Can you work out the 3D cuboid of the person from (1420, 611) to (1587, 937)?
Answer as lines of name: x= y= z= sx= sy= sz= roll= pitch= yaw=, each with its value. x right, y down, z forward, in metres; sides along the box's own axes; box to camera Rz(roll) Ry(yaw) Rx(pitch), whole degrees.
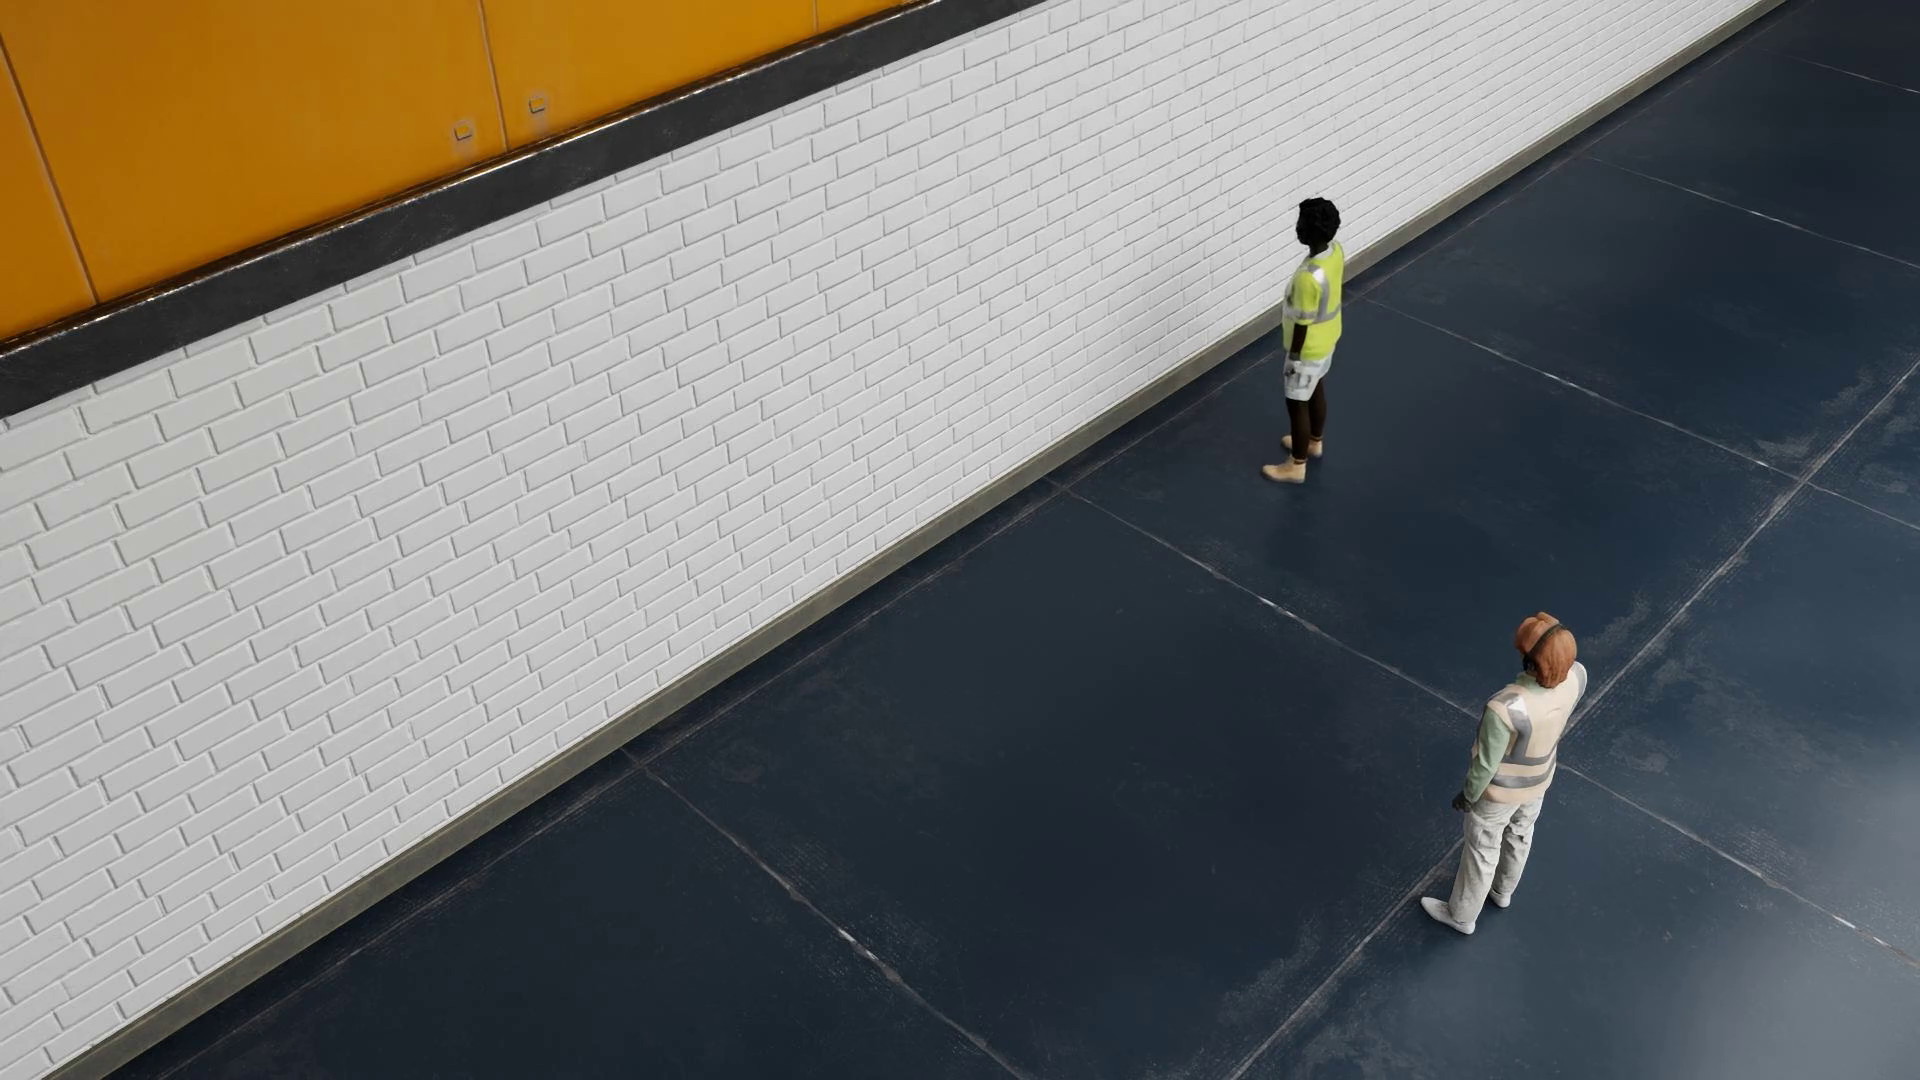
person: x=2.189 y=0.947 z=6.633 sx=0.513 sy=1.644 sz=0.306 roll=-23 pitch=44 yaw=-26

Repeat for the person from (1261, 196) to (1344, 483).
person: x=1.917 y=-1.101 z=9.165 sx=0.320 sy=1.688 sz=0.541 roll=19 pitch=42 yaw=22
